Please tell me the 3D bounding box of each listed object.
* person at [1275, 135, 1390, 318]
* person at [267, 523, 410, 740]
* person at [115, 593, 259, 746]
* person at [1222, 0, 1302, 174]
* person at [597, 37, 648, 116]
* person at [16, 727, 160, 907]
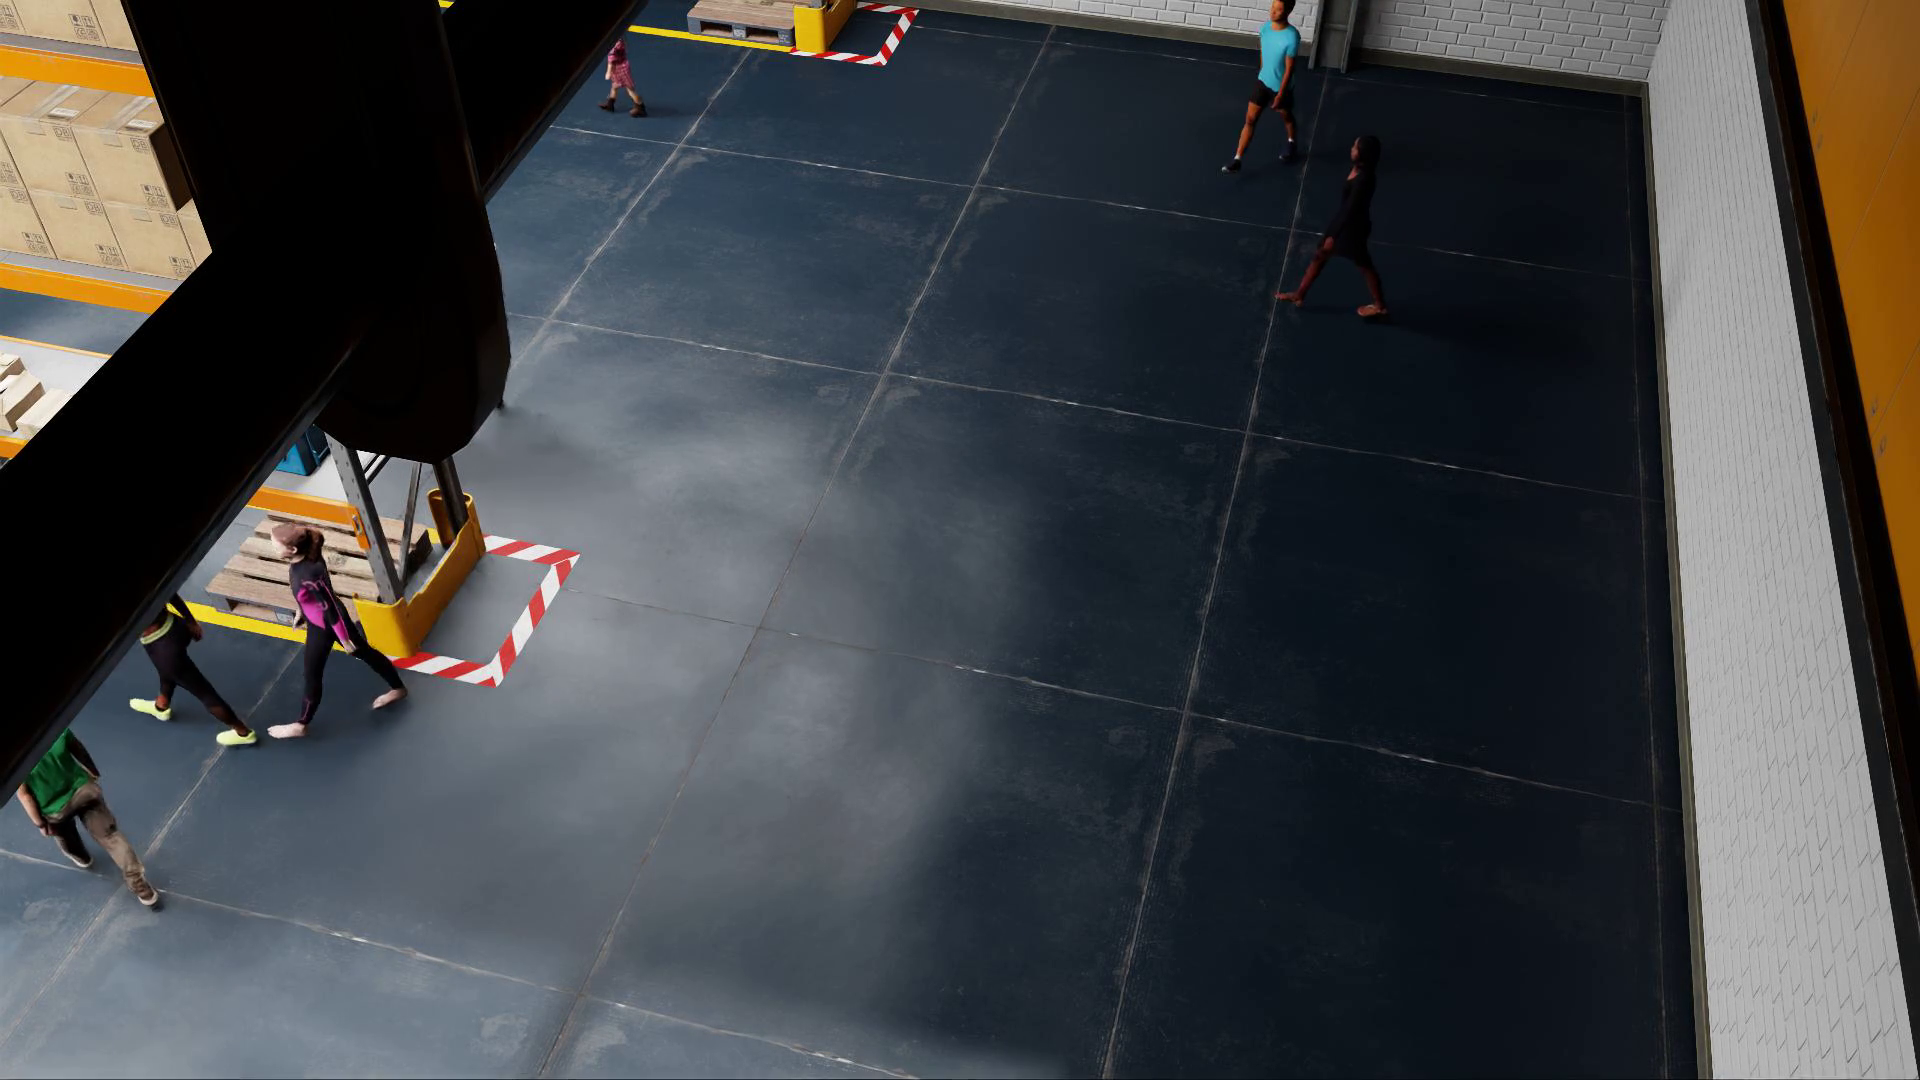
[{"bbox_3d":[3.313,-2.527,13.714,1.226,1.674,0.752,5,44,5],"label":"person"},{"bbox_3d":[-3.897,0.516,10.501,1.151,1.701,0.983,-15,46,-15],"label":"person"},{"bbox_3d":[-4.815,0.683,10.321,1.146,1.706,0.705,3,44,3],"label":"person"},{"bbox_3d":[3.009,-4.253,15.490,1.097,1.723,1.208,-33,53,-30],"label":"person"},{"bbox_3d":[-3.320,-4.655,16.435,0.758,1.002,0.514,3,44,3],"label":"person"},{"bbox_3d":[-5.041,1.524,9.511,1.165,1.606,0.922,32,52,29],"label":"person"}]
